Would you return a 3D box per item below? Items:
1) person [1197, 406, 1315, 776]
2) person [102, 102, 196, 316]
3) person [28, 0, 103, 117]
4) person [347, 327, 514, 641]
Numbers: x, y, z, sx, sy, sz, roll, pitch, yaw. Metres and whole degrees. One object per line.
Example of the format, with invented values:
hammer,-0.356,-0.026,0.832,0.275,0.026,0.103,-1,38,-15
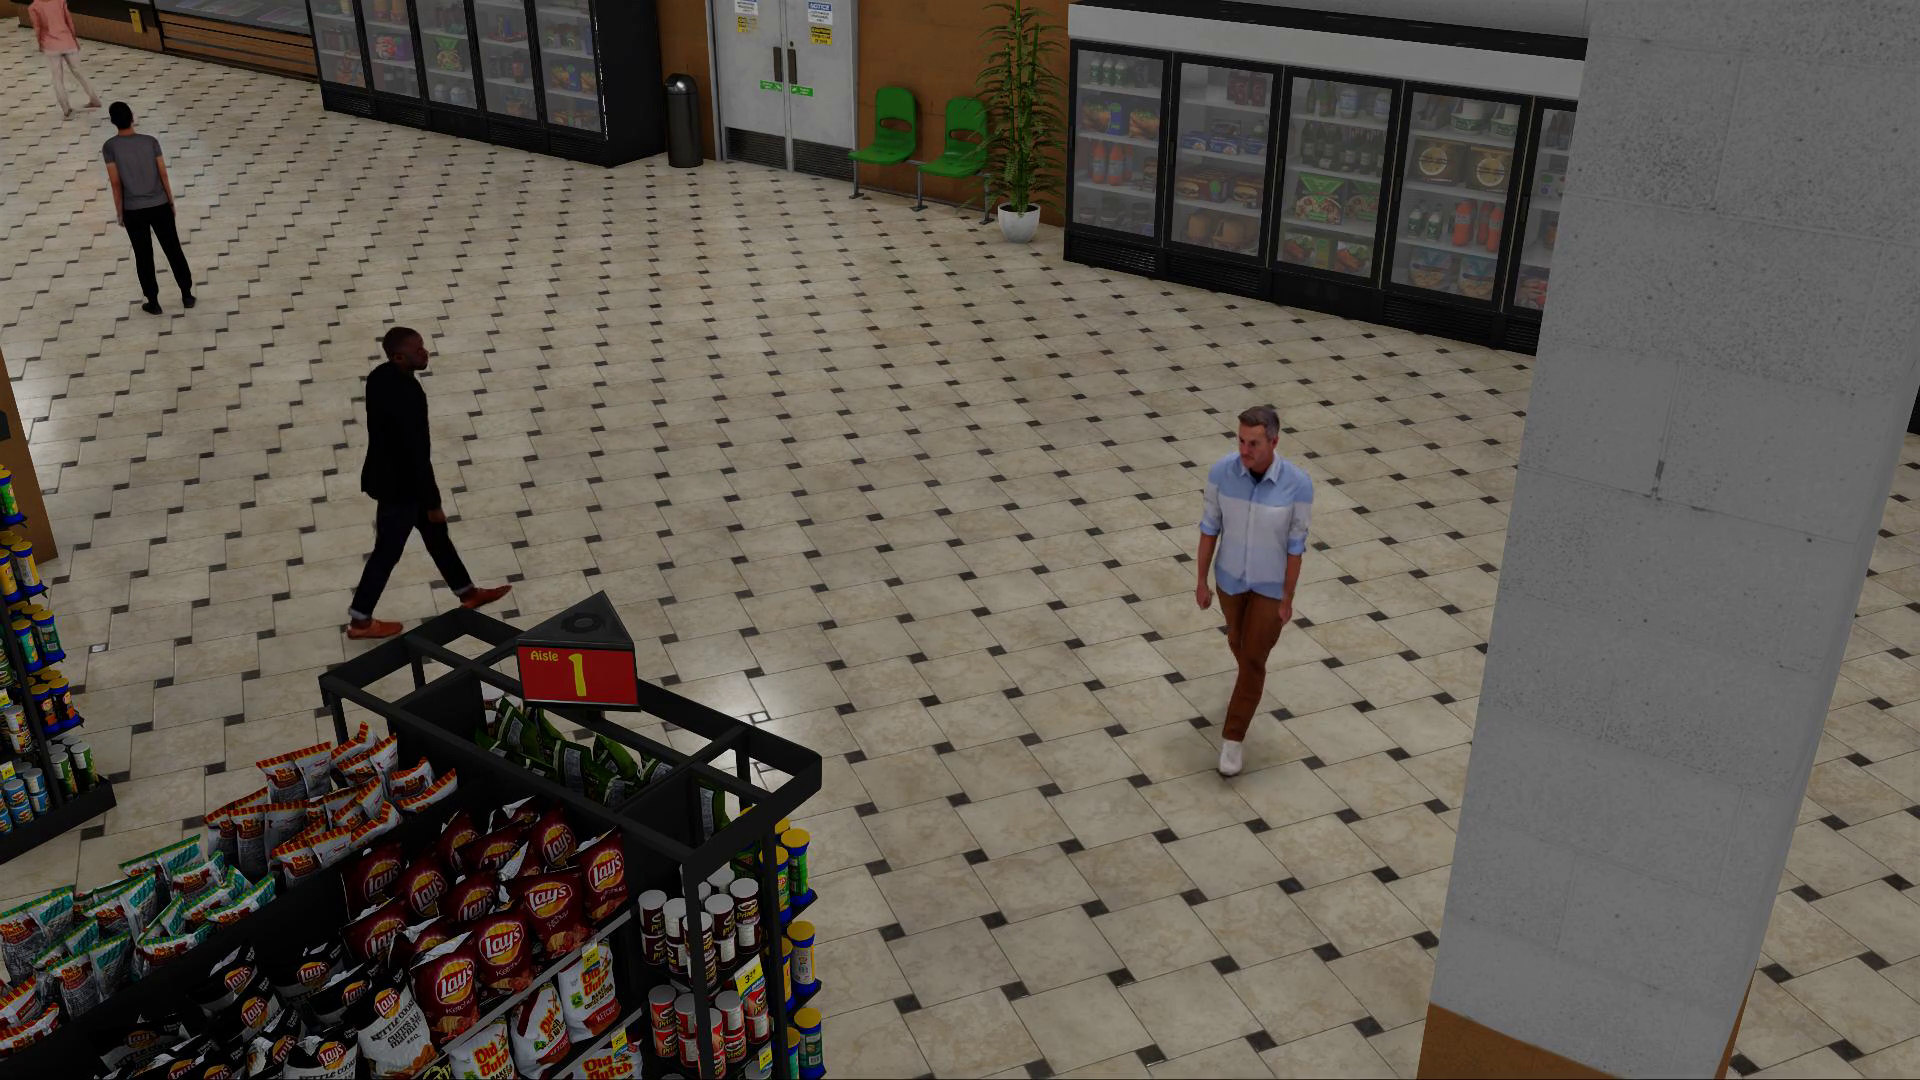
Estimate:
person,1.442,0.155,8.055,0.780,1.774,1.170,12,29,23
person,-6.769,-2.762,13.831,0.614,1.754,0.759,-18,32,-31
person,-11.076,-6.041,20.372,0.628,1.685,0.850,-15,31,-27
person,-3.082,-0.259,8.884,1.253,1.762,1.096,-11,29,-21
